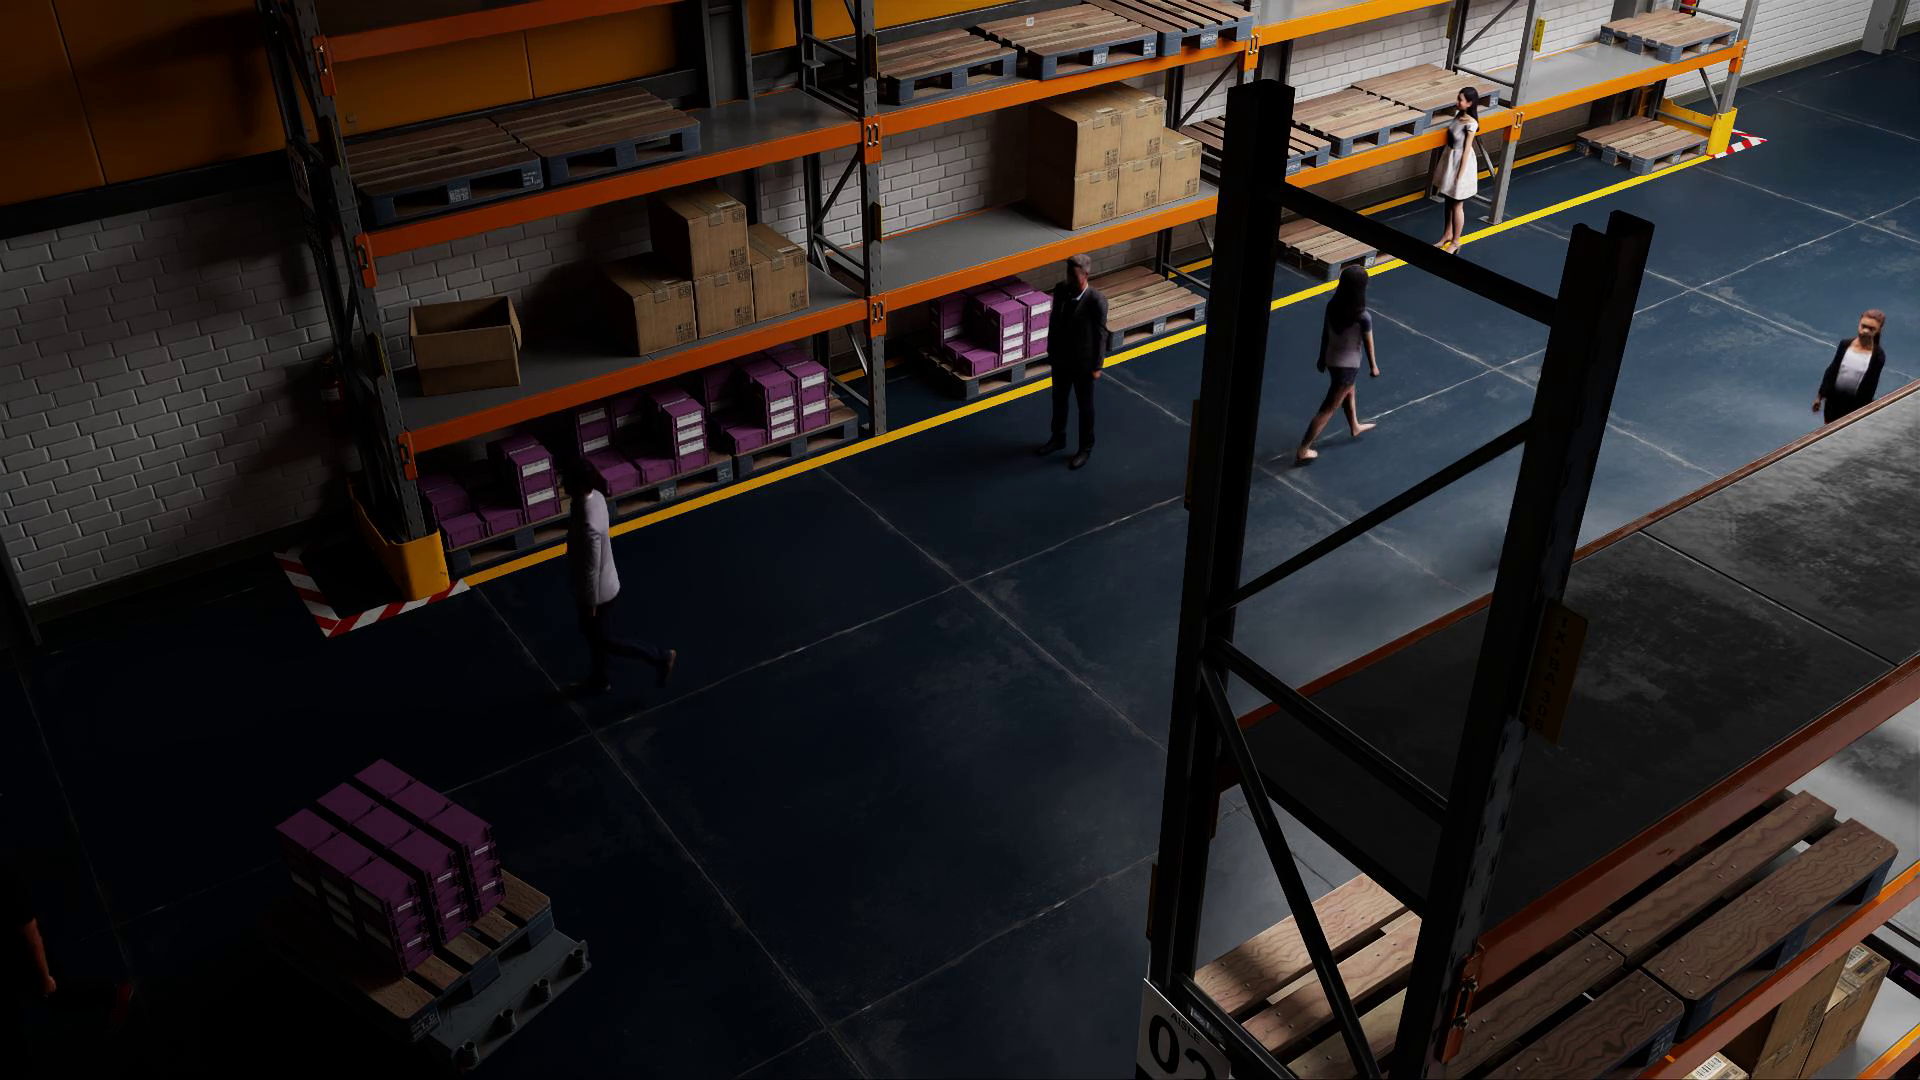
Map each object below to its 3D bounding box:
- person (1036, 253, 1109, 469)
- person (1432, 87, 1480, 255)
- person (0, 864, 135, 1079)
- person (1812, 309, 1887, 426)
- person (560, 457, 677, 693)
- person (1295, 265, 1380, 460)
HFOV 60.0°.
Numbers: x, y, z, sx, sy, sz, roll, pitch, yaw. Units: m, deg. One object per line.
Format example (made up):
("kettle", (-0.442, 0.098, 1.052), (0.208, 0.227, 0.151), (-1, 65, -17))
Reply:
("person", (0.930, -1.491, 13.548), (0.774, 1.837, 0.703), (25, 41, 32))
("person", (5.093, -3.777, 17.048), (0.800, 1.769, 0.776), (-3, 34, -4))
("person", (-4.661, 2.040, 8.324), (1.088, 1.737, 1.209), (9, 35, 13))
("person", (7.119, -1.156, 13.311), (0.647, 1.541, 0.555), (-26, 41, -33))
("person", (-2.297, 0.282, 10.882), (1.104, 1.835, 0.915), (-5, 34, -8))
("person", (3.063, -1.393, 13.568), (1.144, 1.651, 0.674), (-18, 37, -24))
